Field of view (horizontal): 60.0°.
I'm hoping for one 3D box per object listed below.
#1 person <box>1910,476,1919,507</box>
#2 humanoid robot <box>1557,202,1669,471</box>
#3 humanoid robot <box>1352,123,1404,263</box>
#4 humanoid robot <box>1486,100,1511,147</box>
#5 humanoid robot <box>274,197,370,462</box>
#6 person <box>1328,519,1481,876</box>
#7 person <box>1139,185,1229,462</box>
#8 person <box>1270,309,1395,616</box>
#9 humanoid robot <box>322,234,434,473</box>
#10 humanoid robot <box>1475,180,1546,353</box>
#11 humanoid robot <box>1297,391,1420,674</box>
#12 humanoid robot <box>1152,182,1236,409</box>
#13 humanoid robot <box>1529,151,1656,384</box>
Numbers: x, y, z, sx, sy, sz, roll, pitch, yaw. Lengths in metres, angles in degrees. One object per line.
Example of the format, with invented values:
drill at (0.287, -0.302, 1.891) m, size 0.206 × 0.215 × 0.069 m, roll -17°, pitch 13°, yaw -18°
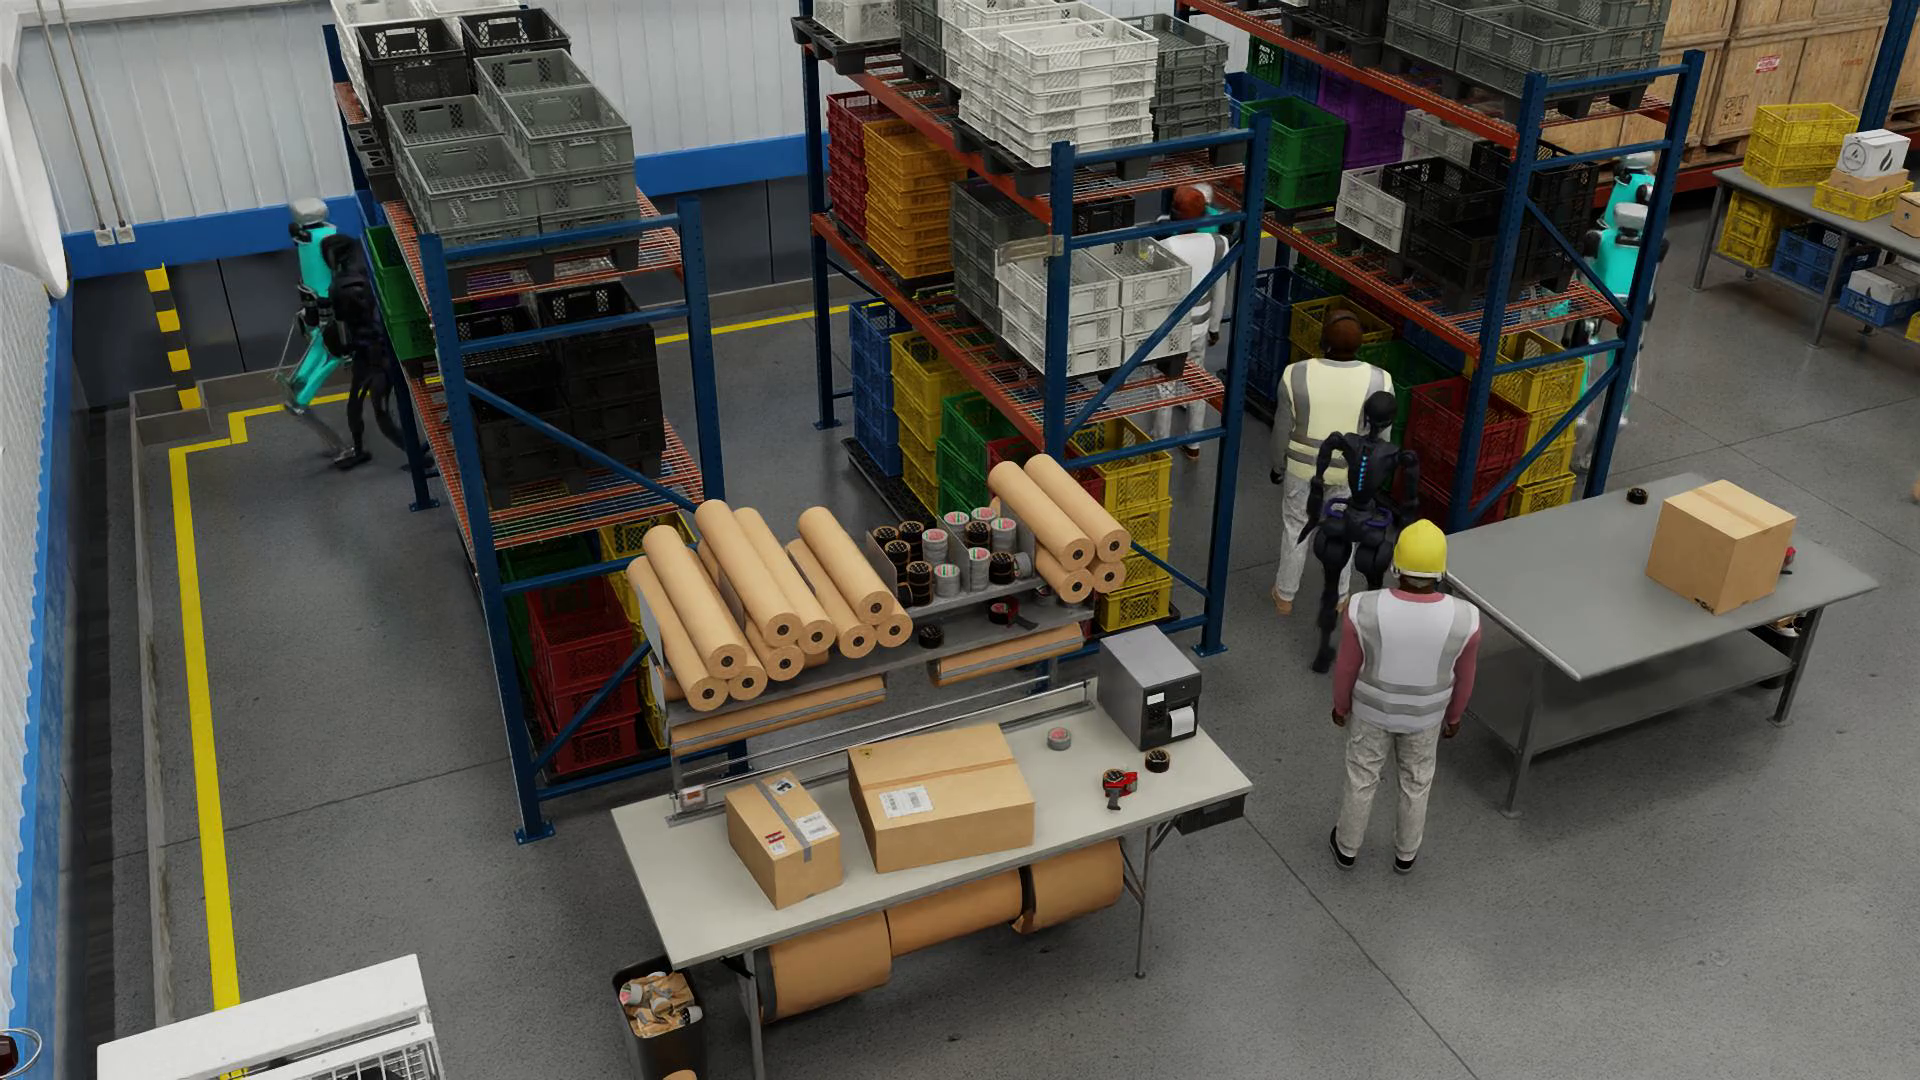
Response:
person at (6.293, -1.078, 10.056) m, size 0.614 × 2.030 × 0.419 m, roll 26°, pitch 40°, yaw 36°
humanoid robot at (4.096, -1.183, 10.471) m, size 0.540 × 1.769 × 0.755 m, roll 3°, pitch 32°, yaw 5°
humanoid robot at (3.291, -2.683, 12.947) m, size 0.547 × 1.722 × 1.078 m, roll -7°, pitch 32°, yaw -12°
humanoid robot at (4.187, -2.743, 13.094) m, size 0.599 × 1.629 × 0.665 m, roll -14°, pitch 34°, yaw -22°
humanoid robot at (-4.168, -1.255, 10.589) m, size 0.538 × 1.772 × 0.675 m, roll 26°, pitch 40°, yaw 36°
person at (1.928, 0.712, 7.318) m, size 0.589 × 1.837 × 0.404 m, roll 5°, pitch 32°, yaw 7°
person at (1.402, -1.344, 10.613) m, size 0.583 × 1.882 × 0.345 m, roll -11°, pitch 33°, yaw -17°
person at (2.010, -0.404, 9.122) m, size 0.632 × 1.846 × 0.429 m, roll 5°, pitch 32°, yaw 8°
humanoid robot at (-3.763, -1.145, 10.529) m, size 0.536 × 1.646 × 0.609 m, roll -21°, pitch 37°, yaw -30°
humanoid robot at (3.748, -1.737, 11.434) m, size 0.599 × 1.657 × 0.315 m, roll -4°, pitch 32°, yaw -7°
humanoid robot at (2.080, -0.054, 8.717) m, size 0.608 × 1.652 × 0.414 m, roll 14°, pitch 34°, yaw 21°
humanoid robot at (1.480, -1.595, 11.267) m, size 0.553 × 1.875 × 0.788 m, roll -6°, pitch 32°, yaw -9°
humanoid robot at (4.320, -1.903, 11.573) m, size 0.747 × 1.696 × 0.531 m, roll -1°, pitch 32°, yaw -2°
